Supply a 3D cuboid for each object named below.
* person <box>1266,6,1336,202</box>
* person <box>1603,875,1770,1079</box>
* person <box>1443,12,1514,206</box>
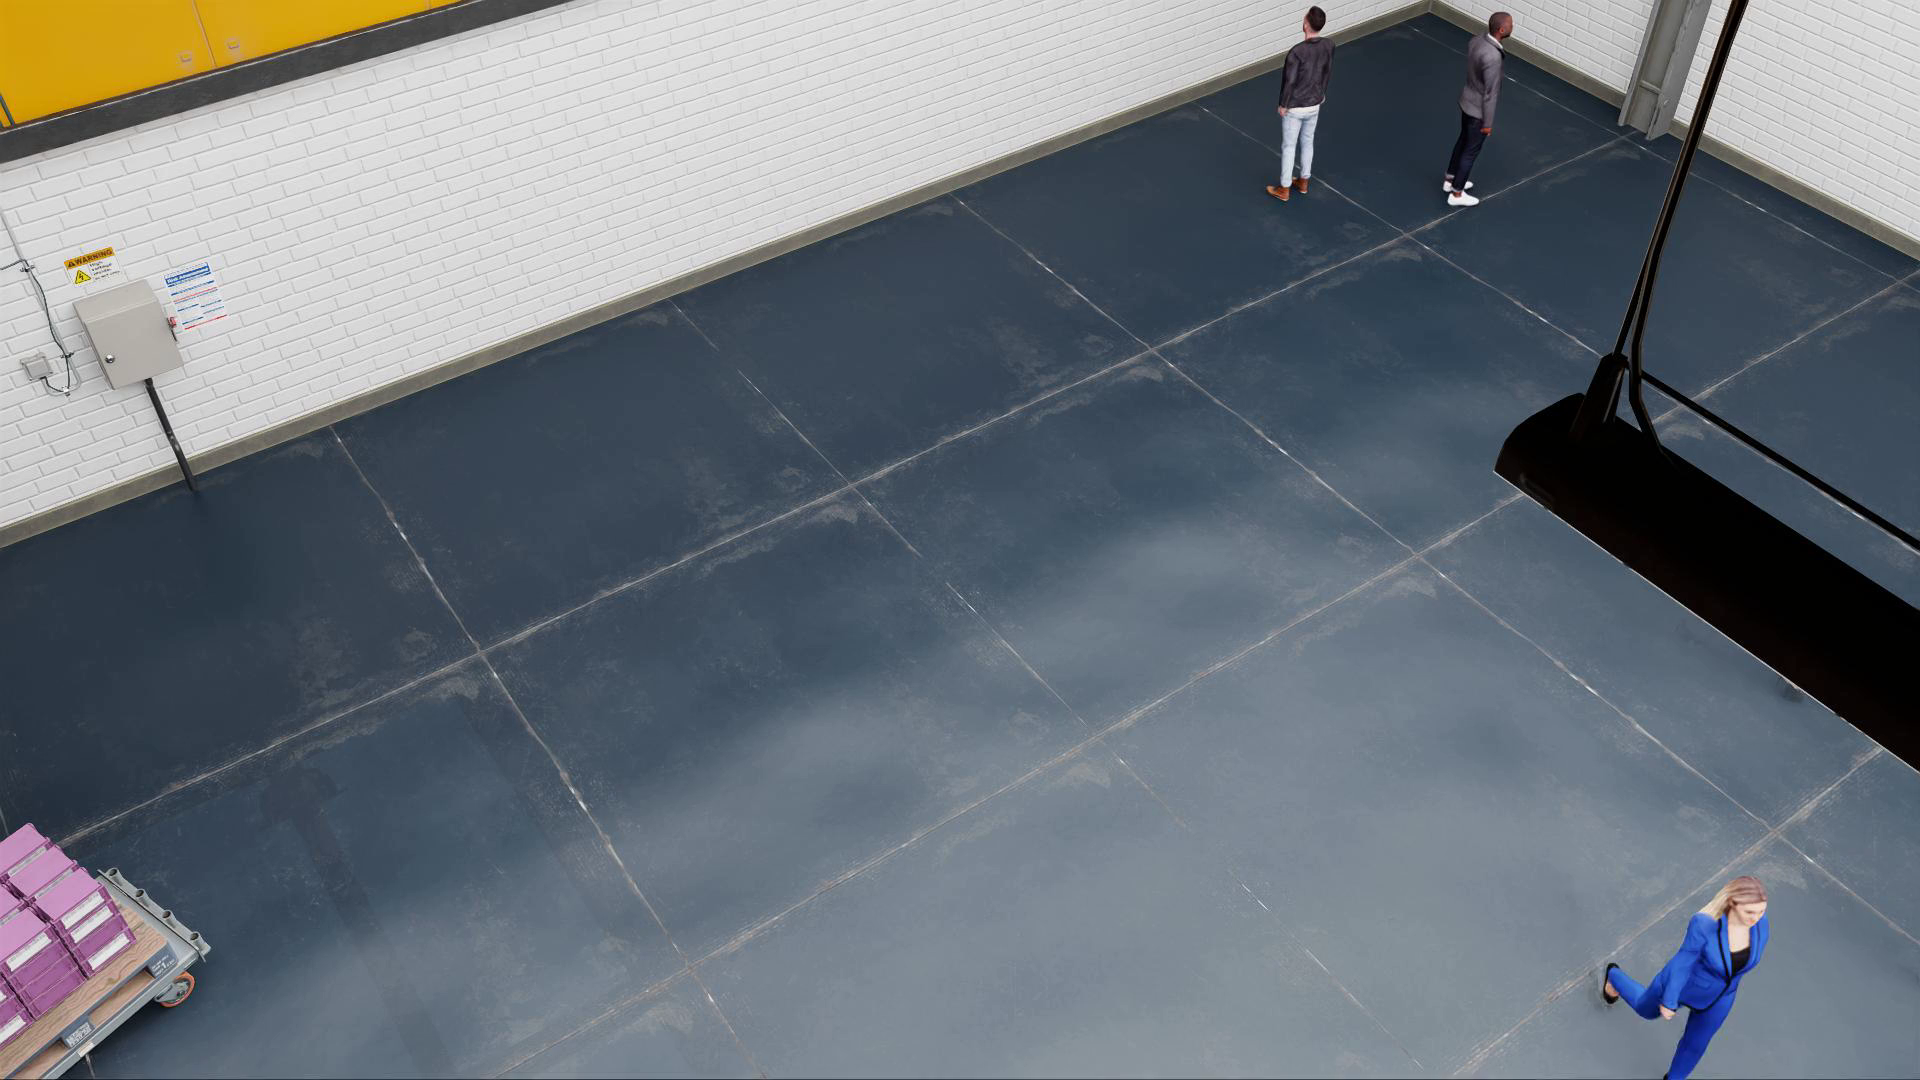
[{"bbox_3d":[3.084,-3.916,14.958,0.675,1.836,0.584,-20,47,-20],"label":"person"},{"bbox_3d":[3.756,2.227,8.625,0.926,1.677,1.169,-7,44,-7],"label":"person"},{"bbox_3d":[4.633,-3.882,14.937,0.859,1.814,0.745,0,44,0],"label":"person"}]
